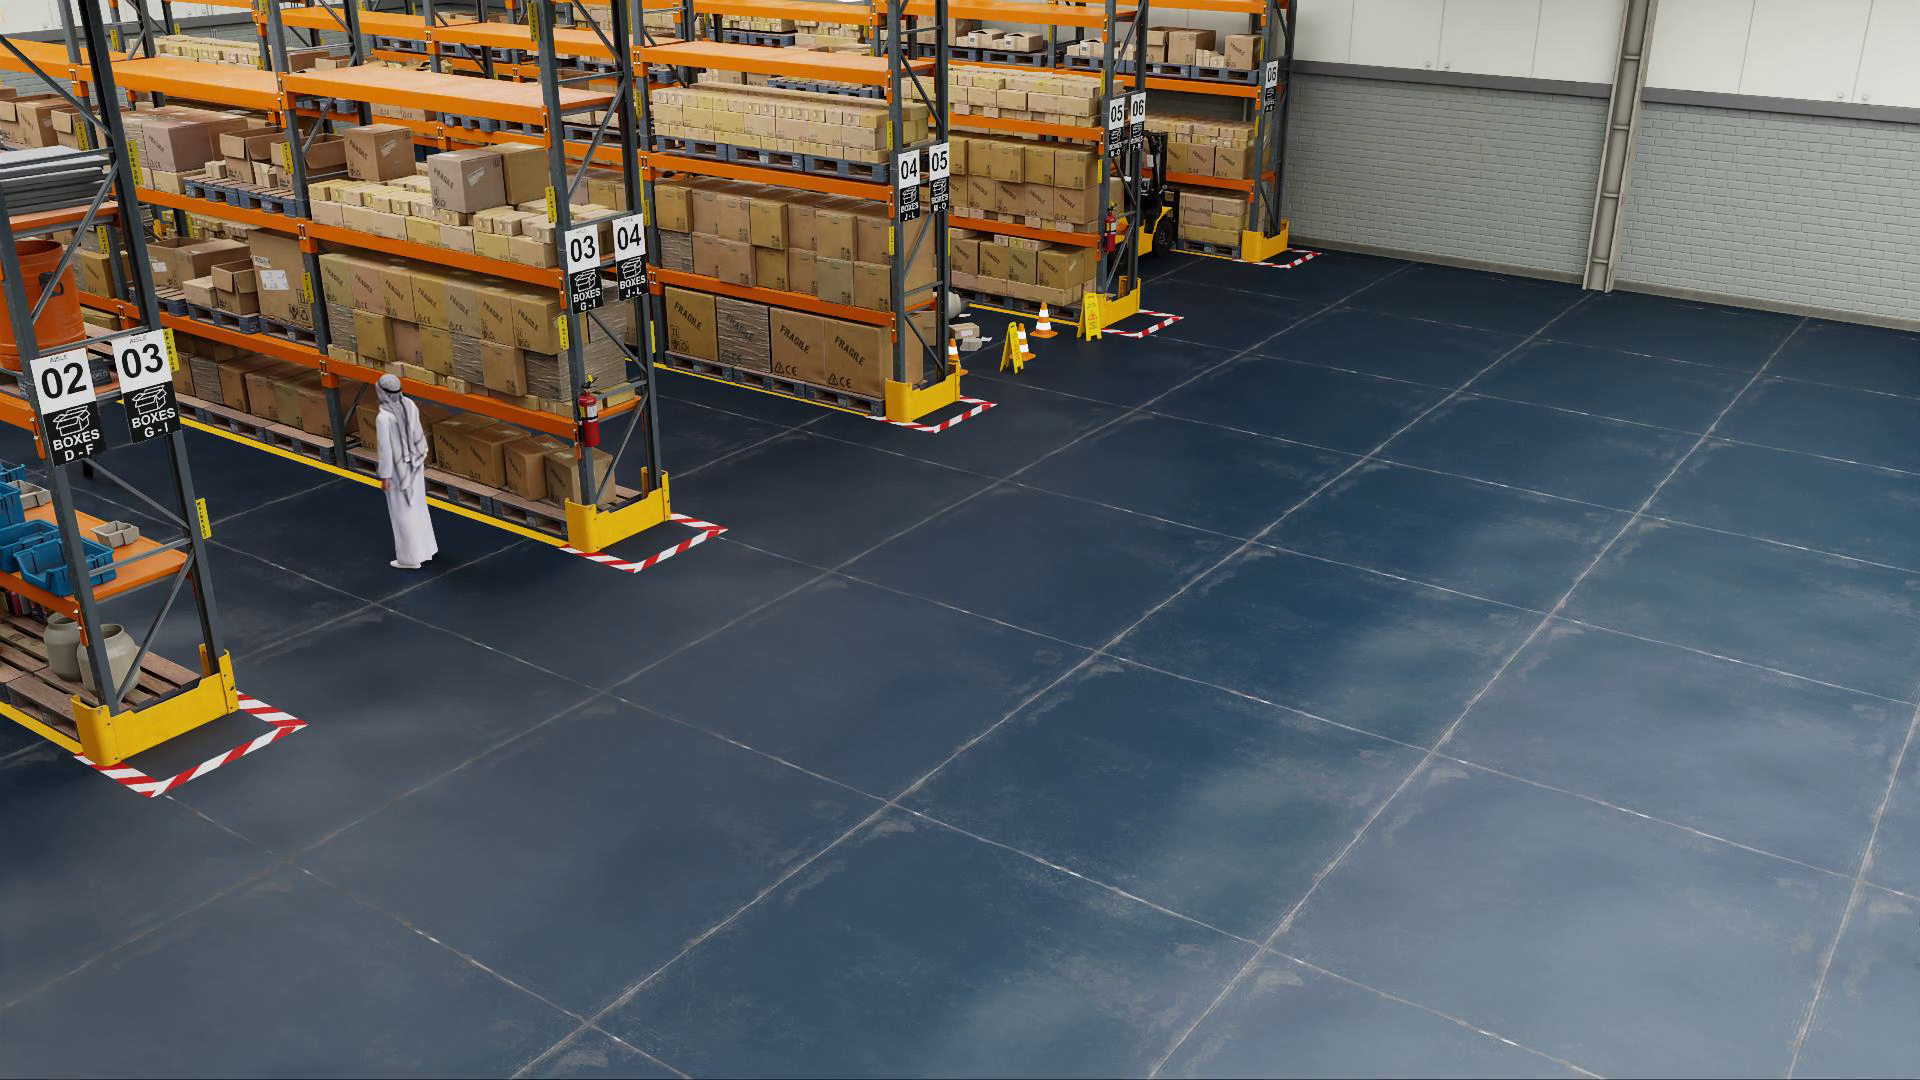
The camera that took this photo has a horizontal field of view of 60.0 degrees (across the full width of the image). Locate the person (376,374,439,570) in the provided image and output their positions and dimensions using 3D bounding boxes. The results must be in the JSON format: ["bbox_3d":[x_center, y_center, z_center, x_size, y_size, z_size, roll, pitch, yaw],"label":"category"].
[{"bbox_3d":[-5.320,-0.664,15.877,0.720,1.926,0.755,9,25,20],"label":"person"}]
